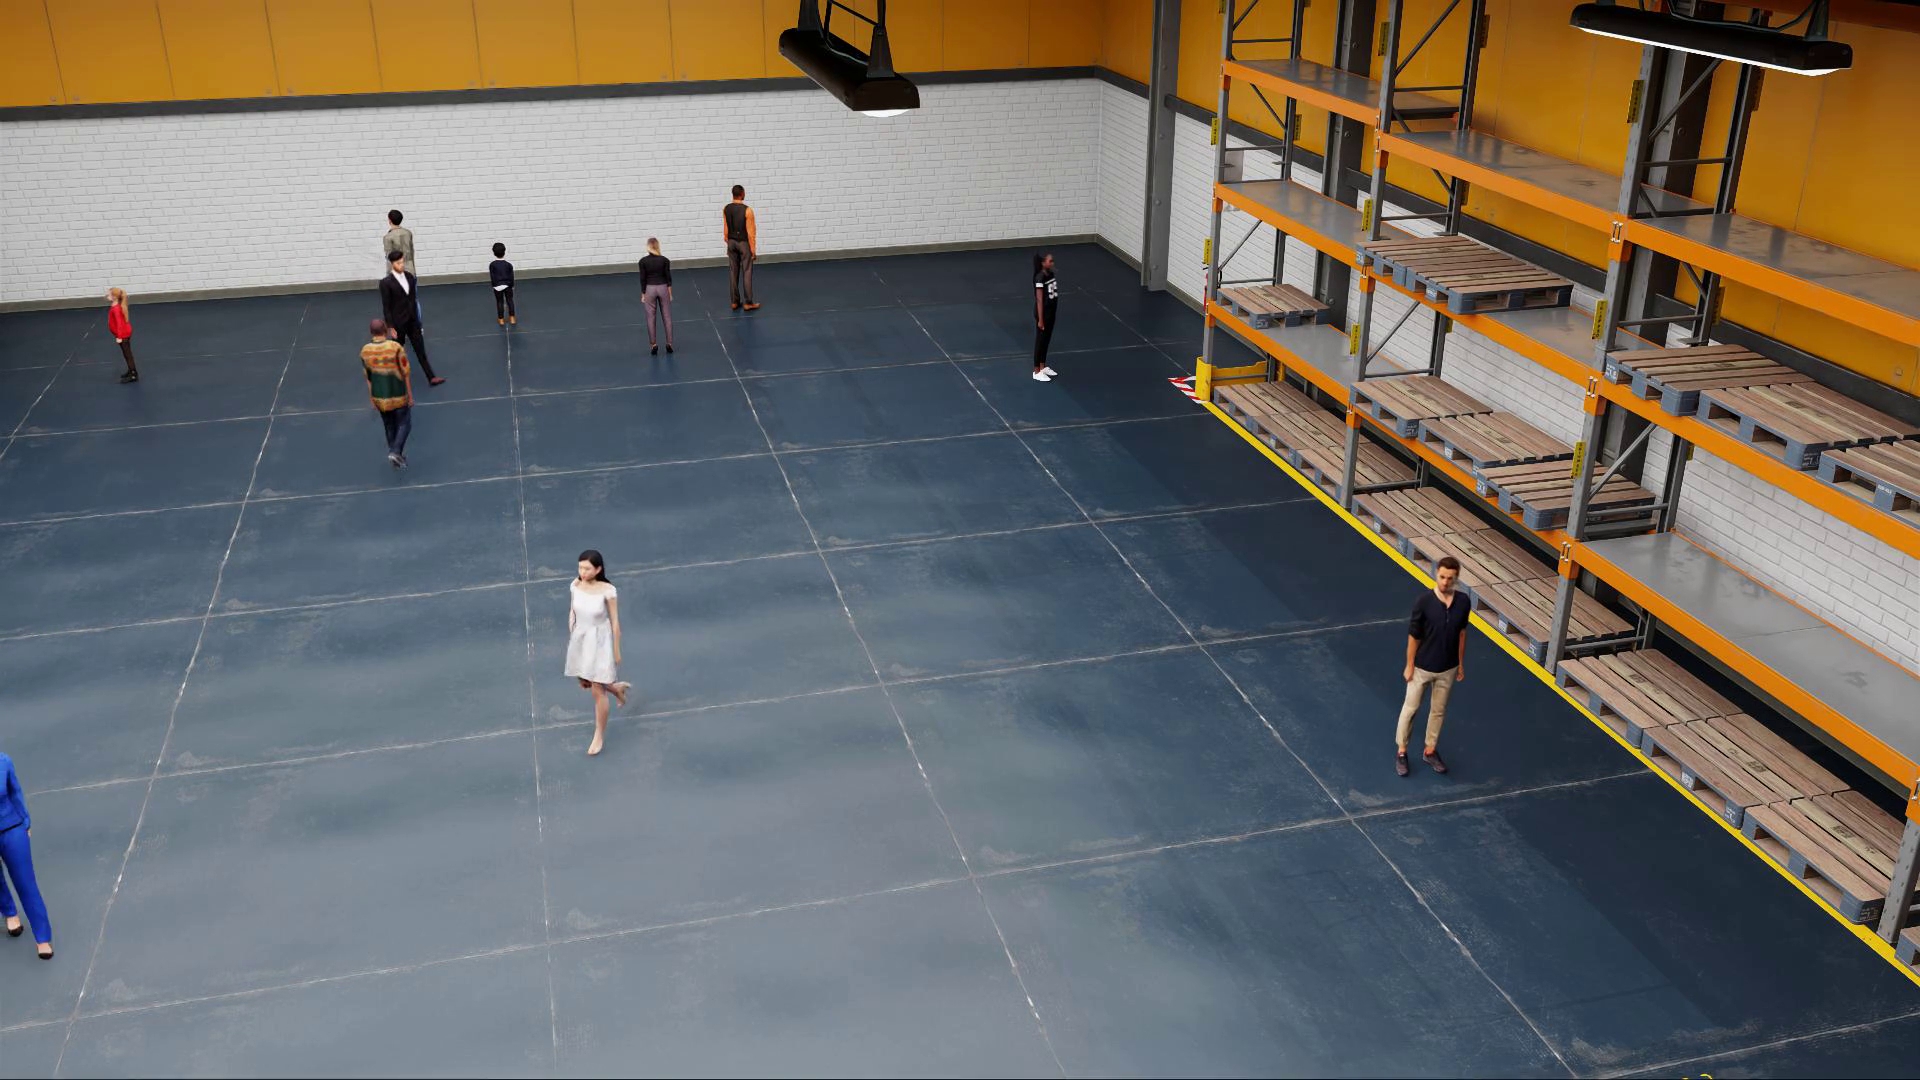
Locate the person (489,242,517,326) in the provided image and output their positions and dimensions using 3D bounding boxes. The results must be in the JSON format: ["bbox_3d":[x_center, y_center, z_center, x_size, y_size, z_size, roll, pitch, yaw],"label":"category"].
[{"bbox_3d":[-6.835,-3.836,24.842,0.508,1.223,0.491,-8,25,-18],"label":"person"}]

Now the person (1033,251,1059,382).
[{"bbox_3d":[1.145,-3.025,22.353,0.772,1.730,0.693,10,26,22],"label":"person"}]

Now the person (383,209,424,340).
[{"bbox_3d":[-8.063,-3.861,24.098,0.840,1.865,0.778,13,27,27],"label":"person"}]

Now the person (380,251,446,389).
[{"bbox_3d":[-7.402,-2.900,21.929,1.265,1.840,1.152,16,28,33],"label":"person"}]

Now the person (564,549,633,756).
[{"bbox_3d":[-2.904,0.860,13.431,0.929,1.758,1.039,8,25,17],"label":"person"}]

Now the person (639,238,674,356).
[{"bbox_3d":[-4.249,-3.416,23.326,0.588,1.667,0.510,-6,24,-13],"label":"person"}]

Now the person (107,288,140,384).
[{"bbox_3d":[-11.241,-2.761,22.311,0.579,1.281,0.475,-10,25,-21],"label":"person"}]

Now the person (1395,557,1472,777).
[{"bbox_3d":[3.717,0.969,13.058,0.661,1.856,0.580,-2,24,-5],"label":"person"}]

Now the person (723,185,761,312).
[{"bbox_3d":[-3.369,-4.483,25.467,0.792,1.908,0.832,10,26,22],"label":"person"}]

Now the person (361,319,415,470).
[{"bbox_3d":[-6.561,-1.639,19.104,0.801,1.793,0.907,0,24,0],"label":"person"}]

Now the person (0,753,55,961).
[{"bbox_3d":[-6.456,1.945,11.059,0.848,1.670,1.105,-15,28,-31],"label":"person"}]
